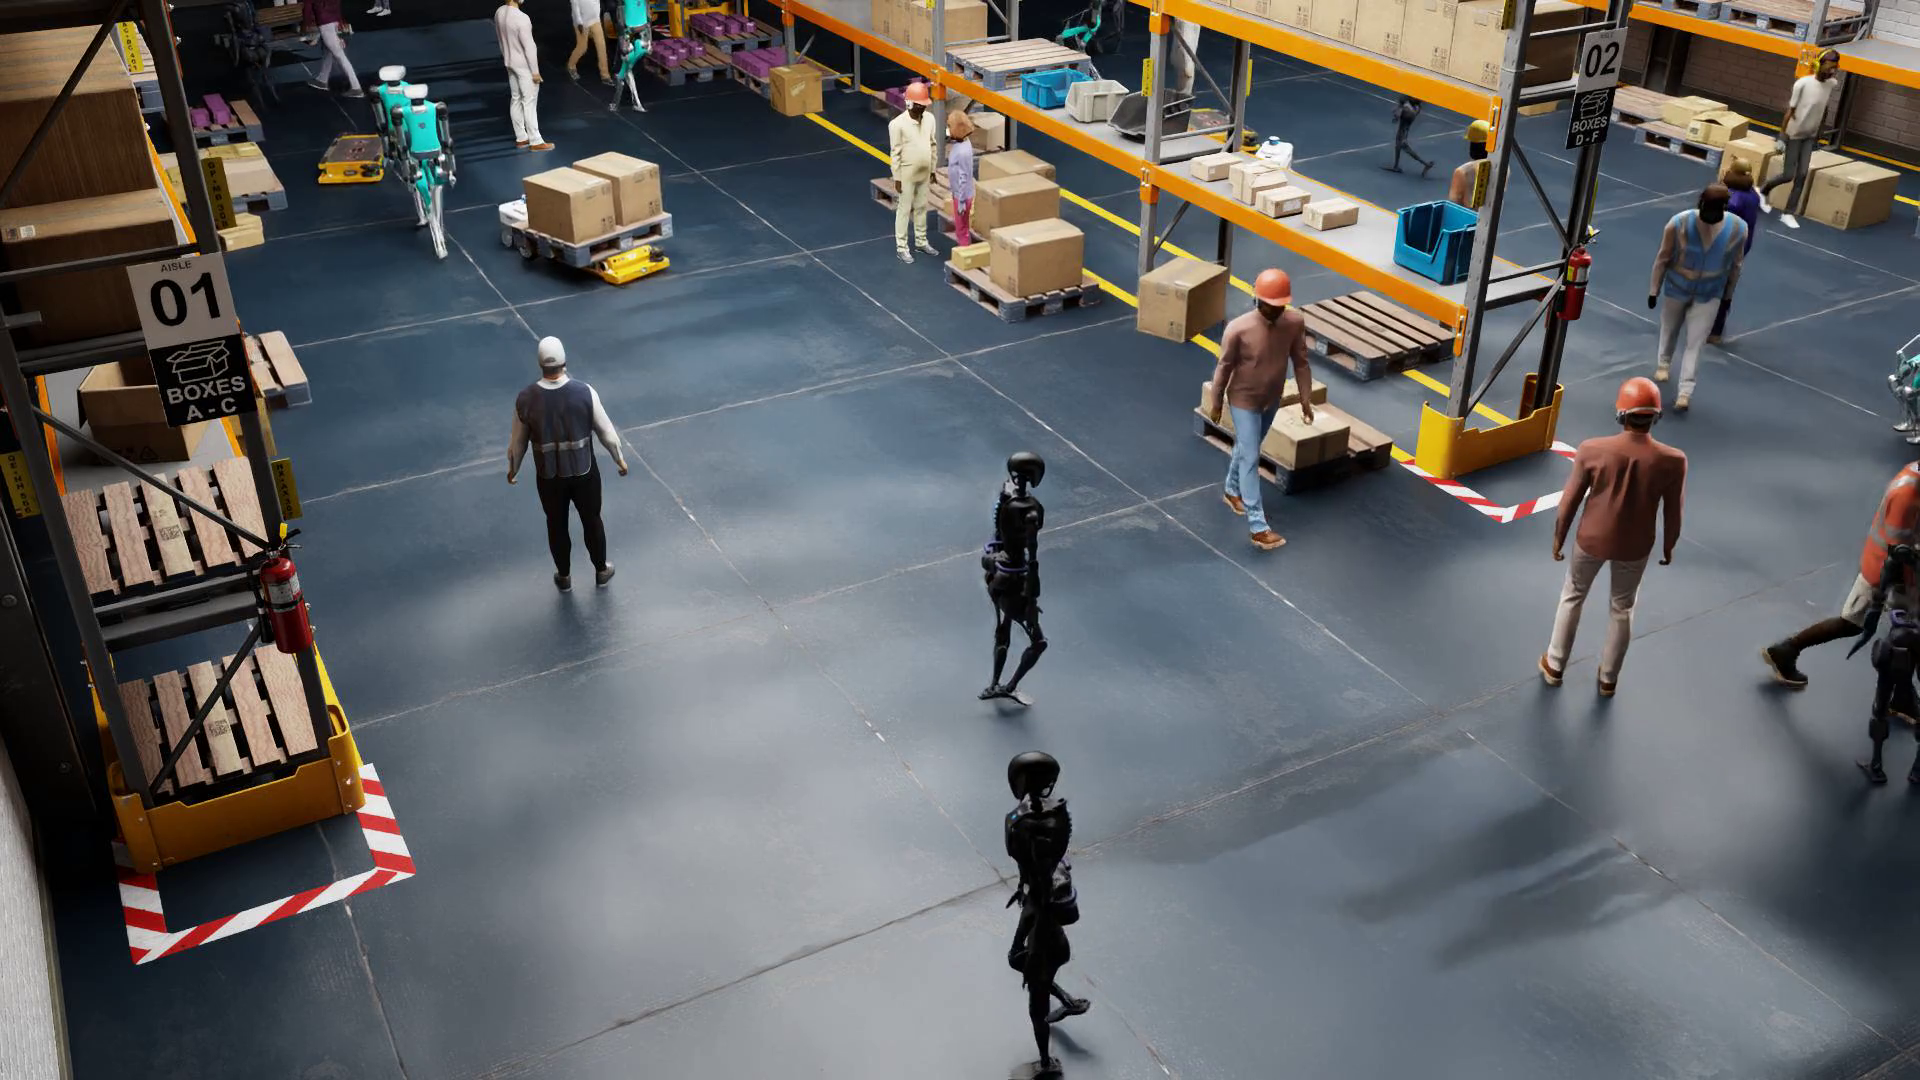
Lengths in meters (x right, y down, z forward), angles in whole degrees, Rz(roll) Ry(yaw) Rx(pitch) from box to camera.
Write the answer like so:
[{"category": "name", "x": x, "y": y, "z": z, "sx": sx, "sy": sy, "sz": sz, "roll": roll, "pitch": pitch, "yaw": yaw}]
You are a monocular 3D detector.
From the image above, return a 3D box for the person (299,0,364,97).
[{"category": "person", "x": -8.233, "y": -6.671, "z": 21.401, "sx": 0.983, "sy": 1.889, "sz": 0.498, "roll": 5, "pitch": 30, "yaw": 9}]

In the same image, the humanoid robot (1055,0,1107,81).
[{"category": "humanoid robot", "x": 1.531, "y": -6.911, "z": 22.017, "sx": 0.988, "sy": 1.774, "sz": 0.533, "roll": 6, "pitch": 30, "yaw": 10}]

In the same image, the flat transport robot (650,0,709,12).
[{"category": "flat transport robot", "x": -4.710, "y": -8.409, "z": 26.049, "sx": 1.431, "sy": 0.231, "sz": 0.659, "roll": -10, "pitch": 31, "yaw": -17}]

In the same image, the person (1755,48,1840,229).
[{"category": "person", "x": 8.587, "y": -4.145, "z": 17.050, "sx": 0.550, "sy": 1.838, "sz": 0.568, "roll": -5, "pitch": 30, "yaw": -8}]

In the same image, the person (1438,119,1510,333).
[{"category": "person", "x": 4.417, "y": -2.692, "z": 14.440, "sx": 0.584, "sy": 1.921, "sz": 0.376, "roll": -15, "pitch": 33, "yaw": -24}]

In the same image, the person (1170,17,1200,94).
[{"category": "person", "x": 2.646, "y": -5.609, "z": 19.592, "sx": 0.361, "sy": 1.855, "sz": 0.680, "roll": 1, "pitch": 30, "yaw": 2}]

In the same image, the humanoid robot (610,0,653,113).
[{"category": "humanoid robot", "x": -4.189, "y": -6.129, "z": 20.698, "sx": 0.806, "sy": 1.883, "sz": 0.548, "roll": 21, "pitch": 36, "yaw": 32}]

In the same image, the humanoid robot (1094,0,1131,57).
[{"category": "humanoid robot", "x": 2.162, "y": -7.581, "z": 23.196, "sx": 0.448, "sy": 1.647, "sz": 0.599, "roll": 11, "pitch": 32, "yaw": 18}]

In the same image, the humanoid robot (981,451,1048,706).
[{"category": "humanoid robot", "x": 0.296, "y": 0.227, "z": 9.608, "sx": 0.358, "sy": 1.644, "sz": 0.611, "roll": -10, "pitch": 31, "yaw": -16}]

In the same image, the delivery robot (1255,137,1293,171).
[{"category": "delivery robot", "x": 3.439, "y": -4.132, "z": 18.308, "sx": 0.525, "sy": 0.587, "sz": 0.742, "roll": 10, "pitch": 31, "yaw": 17}]

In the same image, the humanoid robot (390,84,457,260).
[{"category": "humanoid robot", "x": -5.212, "y": -3.638, "z": 16.285, "sx": 0.535, "sy": 1.752, "sz": 0.956, "roll": -11, "pitch": 32, "yaw": -18}]

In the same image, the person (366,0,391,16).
[{"category": "person", "x": -9.041, "y": -8.907, "z": 25.542, "sx": 0.285, "sy": 1.633, "sz": 0.500, "roll": -25, "pitch": 38, "yaw": -36}]

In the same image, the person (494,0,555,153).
[{"category": "person", "x": -5.076, "y": -5.480, "z": 19.275, "sx": 0.629, "sy": 1.940, "sz": 0.373, "roll": 25, "pitch": 38, "yaw": 36}]

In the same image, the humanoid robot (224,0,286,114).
[{"category": "humanoid robot", "x": -8.834, "y": -6.157, "z": 20.731, "sx": 0.384, "sy": 1.642, "sz": 0.586, "roll": 7, "pitch": 31, "yaw": 11}]

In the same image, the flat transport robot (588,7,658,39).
[{"category": "flat transport robot", "x": -5.082, "y": -7.764, "z": 24.924, "sx": 0.659, "sy": 0.231, "sz": 1.431, "roll": 6, "pitch": 30, "yaw": 10}]

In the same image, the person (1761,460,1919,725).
[{"category": "person", "x": 5.313, "y": 0.129, "z": 9.525, "sx": 0.594, "sy": 1.930, "sz": 0.971, "roll": -24, "pitch": 38, "yaw": -36}]

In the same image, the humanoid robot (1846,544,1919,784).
[{"category": "humanoid robot", "x": 5.199, "y": 0.565, "z": 9.029, "sx": 0.611, "sy": 1.638, "sz": 0.393, "roll": 10, "pitch": 31, "yaw": 17}]

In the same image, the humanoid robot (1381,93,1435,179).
[{"category": "humanoid robot", "x": 5.078, "y": -4.868, "z": 18.482, "sx": 0.563, "sy": 1.634, "sz": 0.608, "roll": 16, "pitch": 33, "yaw": 25}]

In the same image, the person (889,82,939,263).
[{"category": "person", "x": -0.421, "y": -3.570, "z": 16.143, "sx": 0.563, "sy": 1.743, "sz": 0.350, "roll": -24, "pitch": 37, "yaw": -35}]

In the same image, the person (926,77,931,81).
[{"category": "person", "x": -0.117, "y": -6.570, "z": 21.267, "sx": 0.675, "sy": 1.855, "sz": 0.685, "roll": -7, "pitch": 31, "yaw": -12}]

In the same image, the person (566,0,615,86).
[{"category": "person", "x": -4.946, "y": -6.896, "z": 21.953, "sx": 0.741, "sy": 1.717, "sz": 0.545, "roll": 22, "pitch": 37, "yaw": 33}]

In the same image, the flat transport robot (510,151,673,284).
[{"category": "flat transport robot", "x": -3.585, "y": -2.842, "z": 16.357, "sx": 1.431, "sy": 0.231, "sz": 0.659, "roll": 22, "pitch": 37, "yaw": 34}]

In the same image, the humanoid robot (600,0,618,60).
[{"category": "humanoid robot", "x": -4.938, "y": -7.507, "z": 23.072, "sx": 0.426, "sy": 1.644, "sz": 0.612, "roll": 24, "pitch": 37, "yaw": 35}]

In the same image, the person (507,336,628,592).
[{"category": "person", "x": -2.546, "y": -0.482, "z": 10.752, "sx": 0.771, "sy": 1.755, "sz": 0.451, "roll": -6, "pitch": 30, "yaw": -10}]

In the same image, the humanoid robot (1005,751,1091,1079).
[{"category": "humanoid robot", "x": 0.378, "y": 1.611, "z": 7.189, "sx": 0.395, "sy": 1.648, "sz": 0.592, "roll": -3, "pitch": 30, "yaw": -5}]

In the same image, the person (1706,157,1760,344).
[{"category": "person", "x": 6.632, "y": -2.511, "z": 14.433, "sx": 0.560, "sy": 1.592, "sz": 0.455, "roll": -21, "pitch": 36, "yaw": -32}]

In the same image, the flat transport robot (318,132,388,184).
[{"category": "flat transport robot", "x": -6.880, "y": -4.376, "z": 19.027, "sx": 0.659, "sy": 0.231, "sz": 1.431, "roll": -4, "pitch": 30, "yaw": -7}]

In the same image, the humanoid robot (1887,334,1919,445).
[{"category": "humanoid robot", "x": 7.392, "y": -1.534, "z": 12.512, "sx": 0.744, "sy": 1.692, "sz": 0.530, "roll": -3, "pitch": 30, "yaw": -5}]

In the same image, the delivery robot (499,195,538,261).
[{"category": "delivery robot", "x": -4.255, "y": -3.128, "z": 16.575, "sx": 0.783, "sy": 0.601, "sz": 0.499, "roll": 26, "pitch": 39, "yaw": 38}]

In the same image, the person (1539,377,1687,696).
[{"category": "person", "x": 3.826, "y": -0.007, "z": 9.710, "sx": 0.669, "sy": 1.982, "sz": 0.417, "roll": 10, "pitch": 31, "yaw": 17}]

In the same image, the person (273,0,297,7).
[{"category": "person", "x": -10.028, "y": -8.479, "z": 24.593, "sx": 0.429, "sy": 1.844, "sz": 0.624, "roll": 12, "pitch": 32, "yaw": 20}]

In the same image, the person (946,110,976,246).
[{"category": "person", "x": 0.002, "y": -3.239, "z": 15.688, "sx": 0.280, "sy": 1.628, "sz": 0.501, "roll": -3, "pitch": 30, "yaw": -5}]

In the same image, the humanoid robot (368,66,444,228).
[{"category": "humanoid robot", "x": -5.560, "y": -3.955, "z": 16.876, "sx": 0.532, "sy": 1.819, "sz": 0.774, "roll": -3, "pitch": 30, "yaw": -5}]

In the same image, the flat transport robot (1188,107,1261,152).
[{"category": "flat transport robot", "x": 2.995, "y": -4.919, "z": 19.972, "sx": 0.659, "sy": 0.231, "sz": 1.431, "roll": -9, "pitch": 31, "yaw": -15}]

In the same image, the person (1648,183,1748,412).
[{"category": "person", "x": 5.878, "y": -1.996, "z": 13.361, "sx": 0.653, "sy": 1.789, "sz": 0.973, "roll": 11, "pitch": 32, "yaw": 18}]

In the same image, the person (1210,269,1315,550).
[{"category": "person", "x": 2.088, "y": -0.920, "z": 11.330, "sx": 0.624, "sy": 1.942, "sz": 0.983, "roll": -14, "pitch": 33, "yaw": -23}]

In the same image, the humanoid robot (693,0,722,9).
[{"category": "humanoid robot", "x": -3.883, "y": -8.807, "z": 25.294, "sx": 0.887, "sy": 1.792, "sz": 0.552, "roll": -15, "pitch": 33, "yaw": -24}]
